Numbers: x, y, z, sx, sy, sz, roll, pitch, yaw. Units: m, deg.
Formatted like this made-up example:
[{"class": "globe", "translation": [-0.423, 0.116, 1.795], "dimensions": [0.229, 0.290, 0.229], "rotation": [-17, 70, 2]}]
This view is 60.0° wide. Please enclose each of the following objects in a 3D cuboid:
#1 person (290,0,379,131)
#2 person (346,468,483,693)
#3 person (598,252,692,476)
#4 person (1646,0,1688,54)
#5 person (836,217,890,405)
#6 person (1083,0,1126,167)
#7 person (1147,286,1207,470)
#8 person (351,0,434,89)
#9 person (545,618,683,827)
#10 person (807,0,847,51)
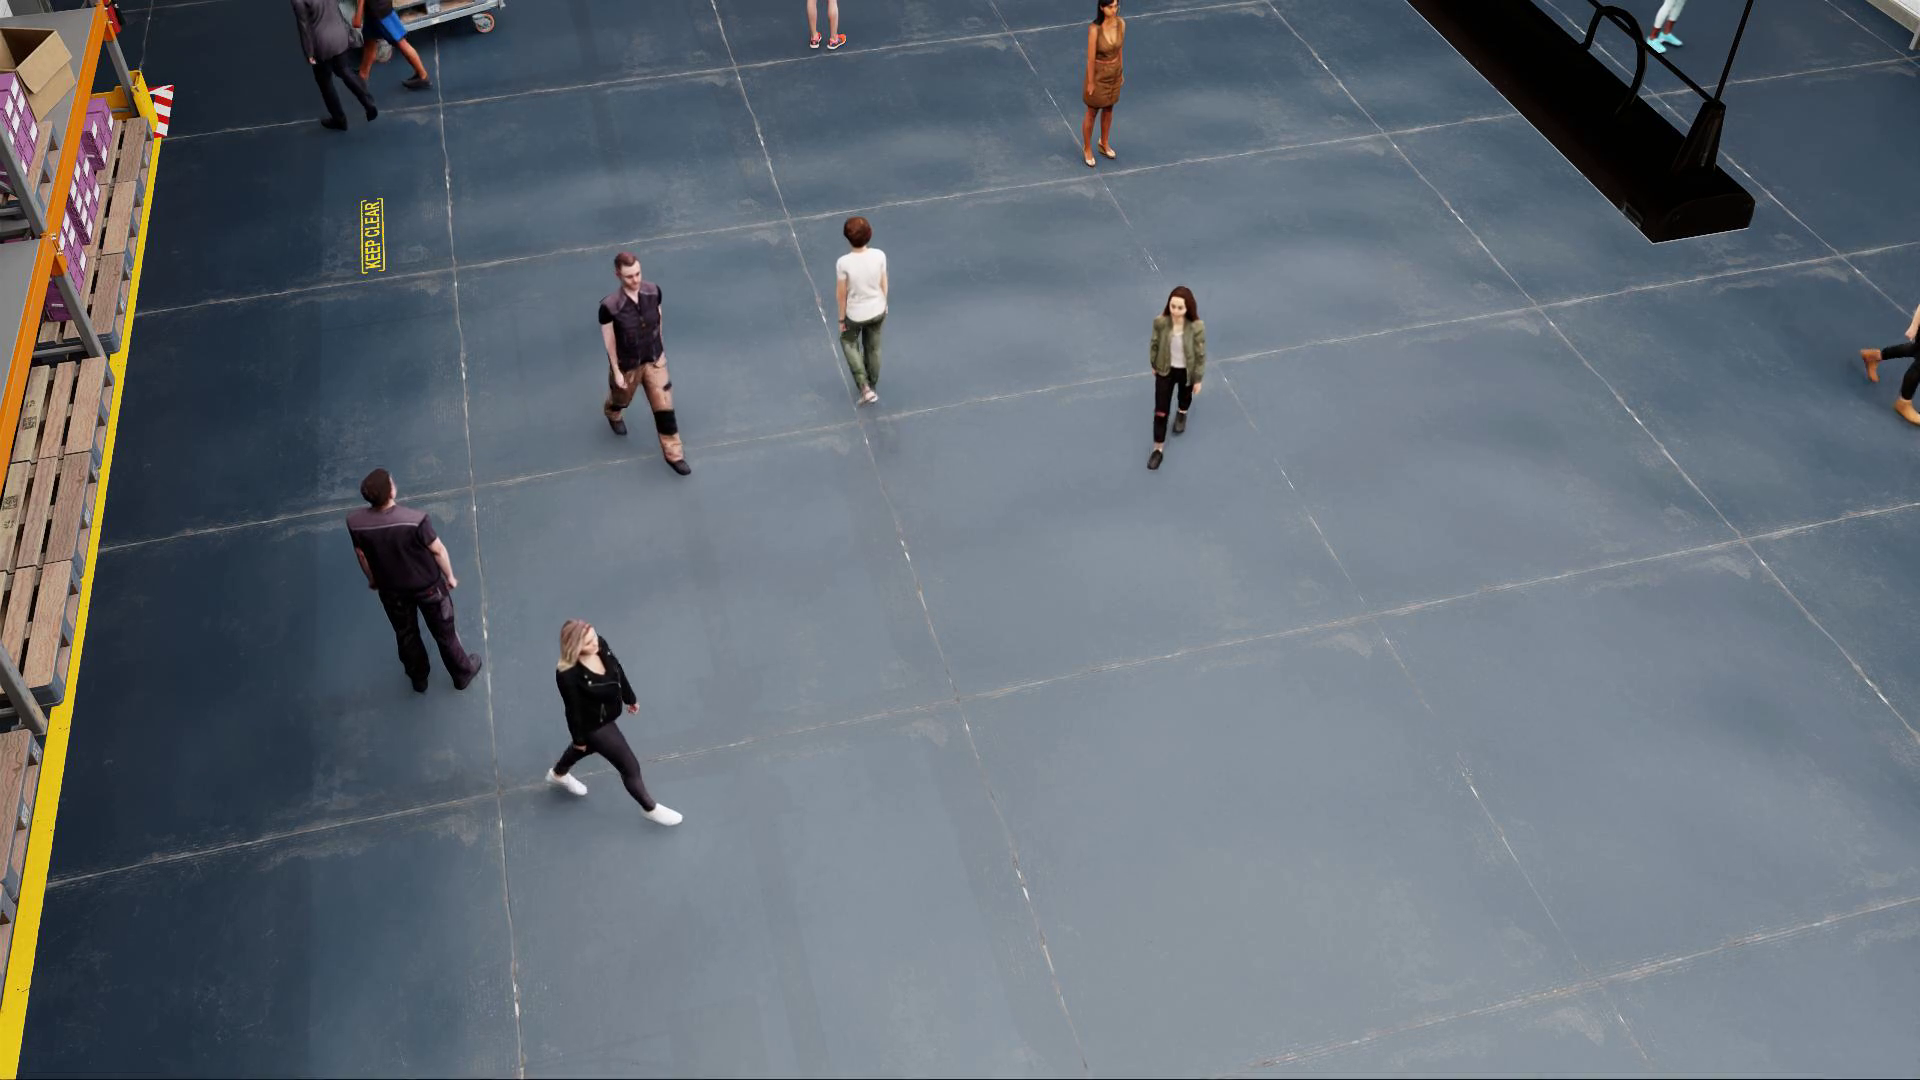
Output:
[{"class": "person", "translation": [-5.968, -4.726, 15.811], "dimensions": [1.050, 1.818, 0.994], "rotation": [20, 47, 20]}, {"class": "person", "translation": [-3.486, 0.267, 10.550], "dimensions": [0.775, 1.846, 0.684], "rotation": [0, 44, 0]}, {"class": "person", "translation": [-2.443, -1.369, 12.300], "dimensions": [0.935, 1.800, 1.288], "rotation": [-24, 49, -23]}, {"class": "person", "translation": [7.447, -5.869, 17.083], "dimensions": [0.648, 1.719, 0.648], "rotation": [-30, 51, -28]}, {"class": "person", "translation": [-0.710, -1.696, 12.756], "dimensions": [0.586, 1.644, 0.727], "rotation": [-13, 45, -13]}, {"class": "person", "translation": [1.333, -4.299, 15.456], "dimensions": [0.630, 1.690, 0.616], "rotation": [-26, 49, -25]}, {"class": "person", "translation": [1.653, -1.298, 12.483], "dimensions": [0.900, 1.445, 1.067], "rotation": [12, 45, 13]}, {"class": "person", "translation": [-5.647, -5.221, 16.385], "dimensions": [0.733, 1.744, 1.084], "rotation": [-7, 44, -7]}, {"class": "person", "translation": [-2.228, 1.047, 9.877], "dimensions": [1.068, 1.644, 1.166], "rotation": [11, 45, 11]}, {"class": "person", "translation": [-1.437, -5.951, 17.072], "dimensions": [0.731, 1.853, 0.715], "rotation": [9, 44, 10]}]
